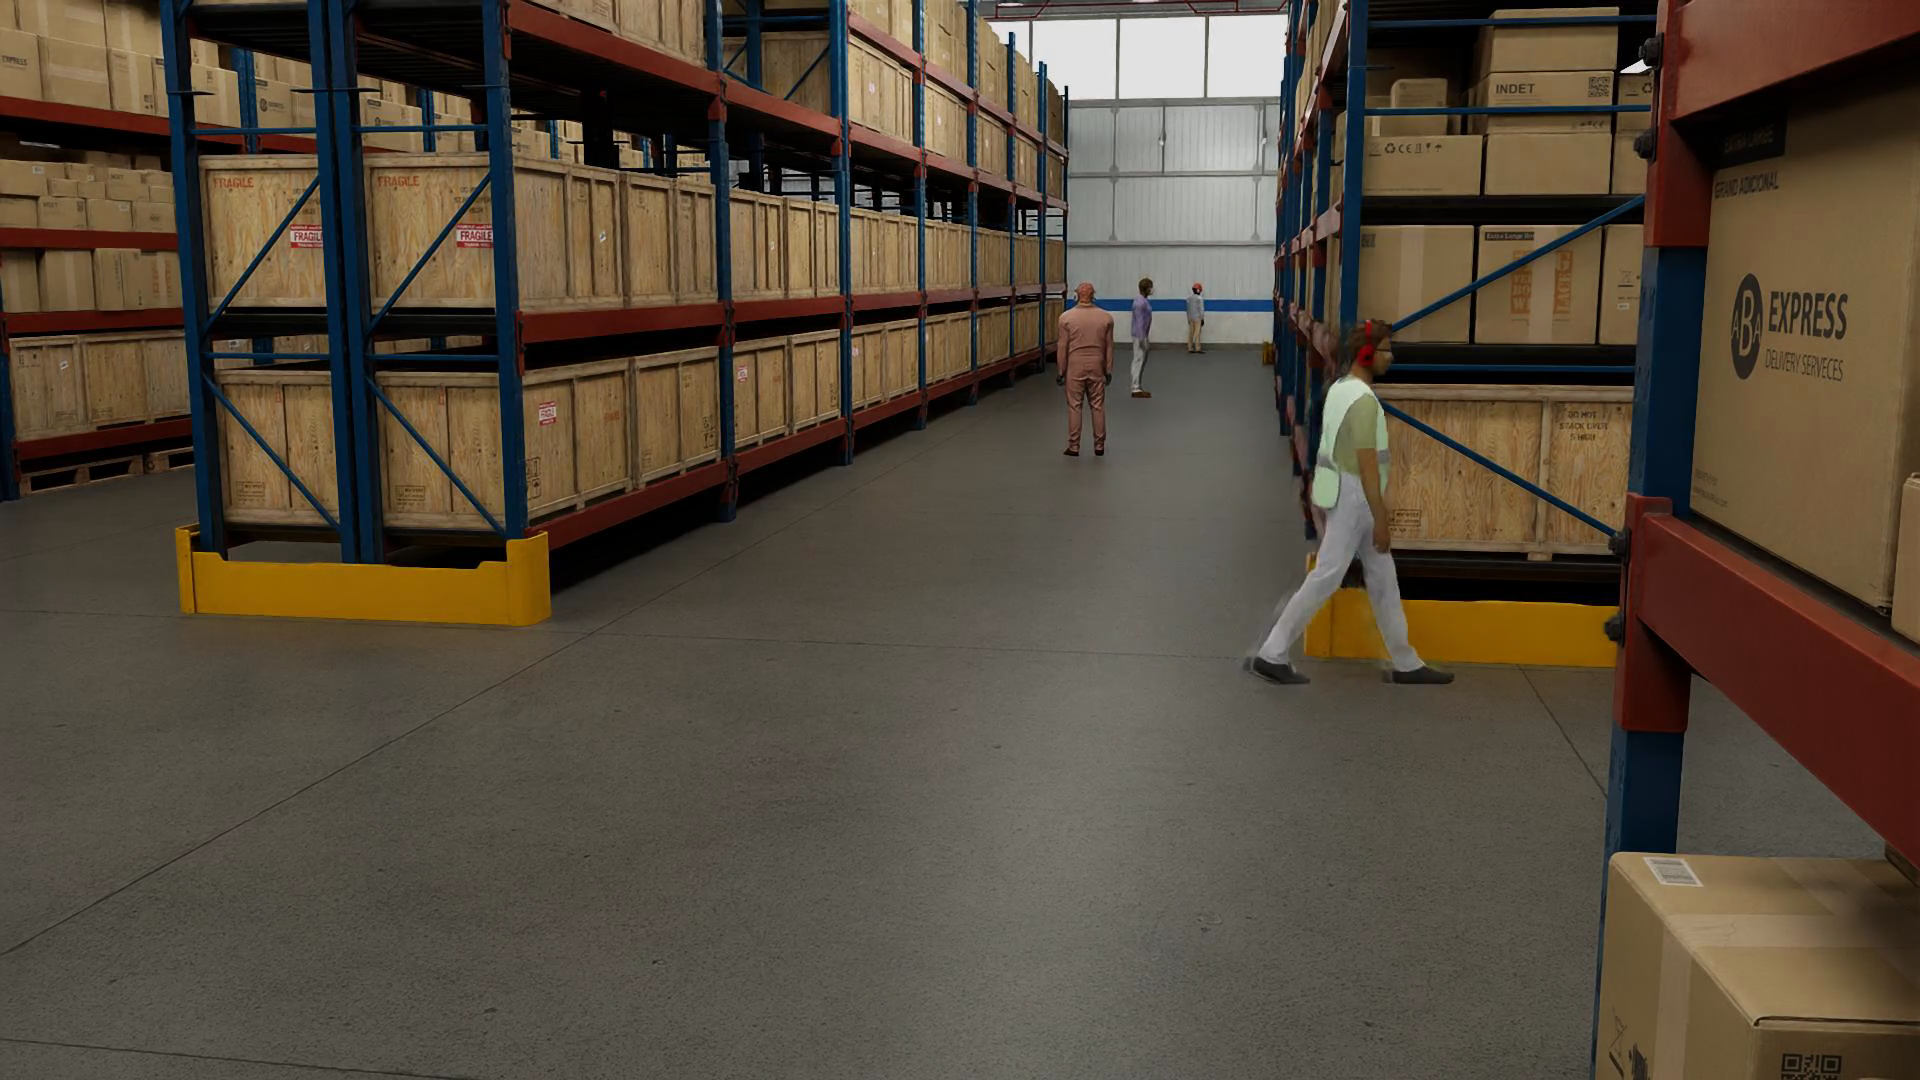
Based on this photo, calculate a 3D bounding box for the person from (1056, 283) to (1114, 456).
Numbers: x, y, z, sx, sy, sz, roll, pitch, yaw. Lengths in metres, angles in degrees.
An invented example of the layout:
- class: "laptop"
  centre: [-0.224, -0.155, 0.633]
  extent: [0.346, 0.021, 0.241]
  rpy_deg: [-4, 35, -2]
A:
- class: "person"
  centre: [1.367, -1.874, 18.325]
  extent: [0.650, 1.906, 0.401]
  rpy_deg: [-2, 9, -12]

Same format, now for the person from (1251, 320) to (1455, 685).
- class: "person"
  centre: [1.900, -0.161, 8.062]
  extent: [0.981, 1.799, 0.588]
  rpy_deg: [1, 9, 8]

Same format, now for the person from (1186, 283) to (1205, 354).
- class: "person"
  centre: [5.862, -5.488, 41.238]
  extent: [0.332, 1.746, 0.559]
  rpy_deg: [-7, 11, -37]

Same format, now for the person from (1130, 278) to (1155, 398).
- class: "person"
  centre: [2.935, -3.251, 26.813]
  extent: [0.381, 1.930, 0.643]
  rpy_deg: [2, 9, 12]
